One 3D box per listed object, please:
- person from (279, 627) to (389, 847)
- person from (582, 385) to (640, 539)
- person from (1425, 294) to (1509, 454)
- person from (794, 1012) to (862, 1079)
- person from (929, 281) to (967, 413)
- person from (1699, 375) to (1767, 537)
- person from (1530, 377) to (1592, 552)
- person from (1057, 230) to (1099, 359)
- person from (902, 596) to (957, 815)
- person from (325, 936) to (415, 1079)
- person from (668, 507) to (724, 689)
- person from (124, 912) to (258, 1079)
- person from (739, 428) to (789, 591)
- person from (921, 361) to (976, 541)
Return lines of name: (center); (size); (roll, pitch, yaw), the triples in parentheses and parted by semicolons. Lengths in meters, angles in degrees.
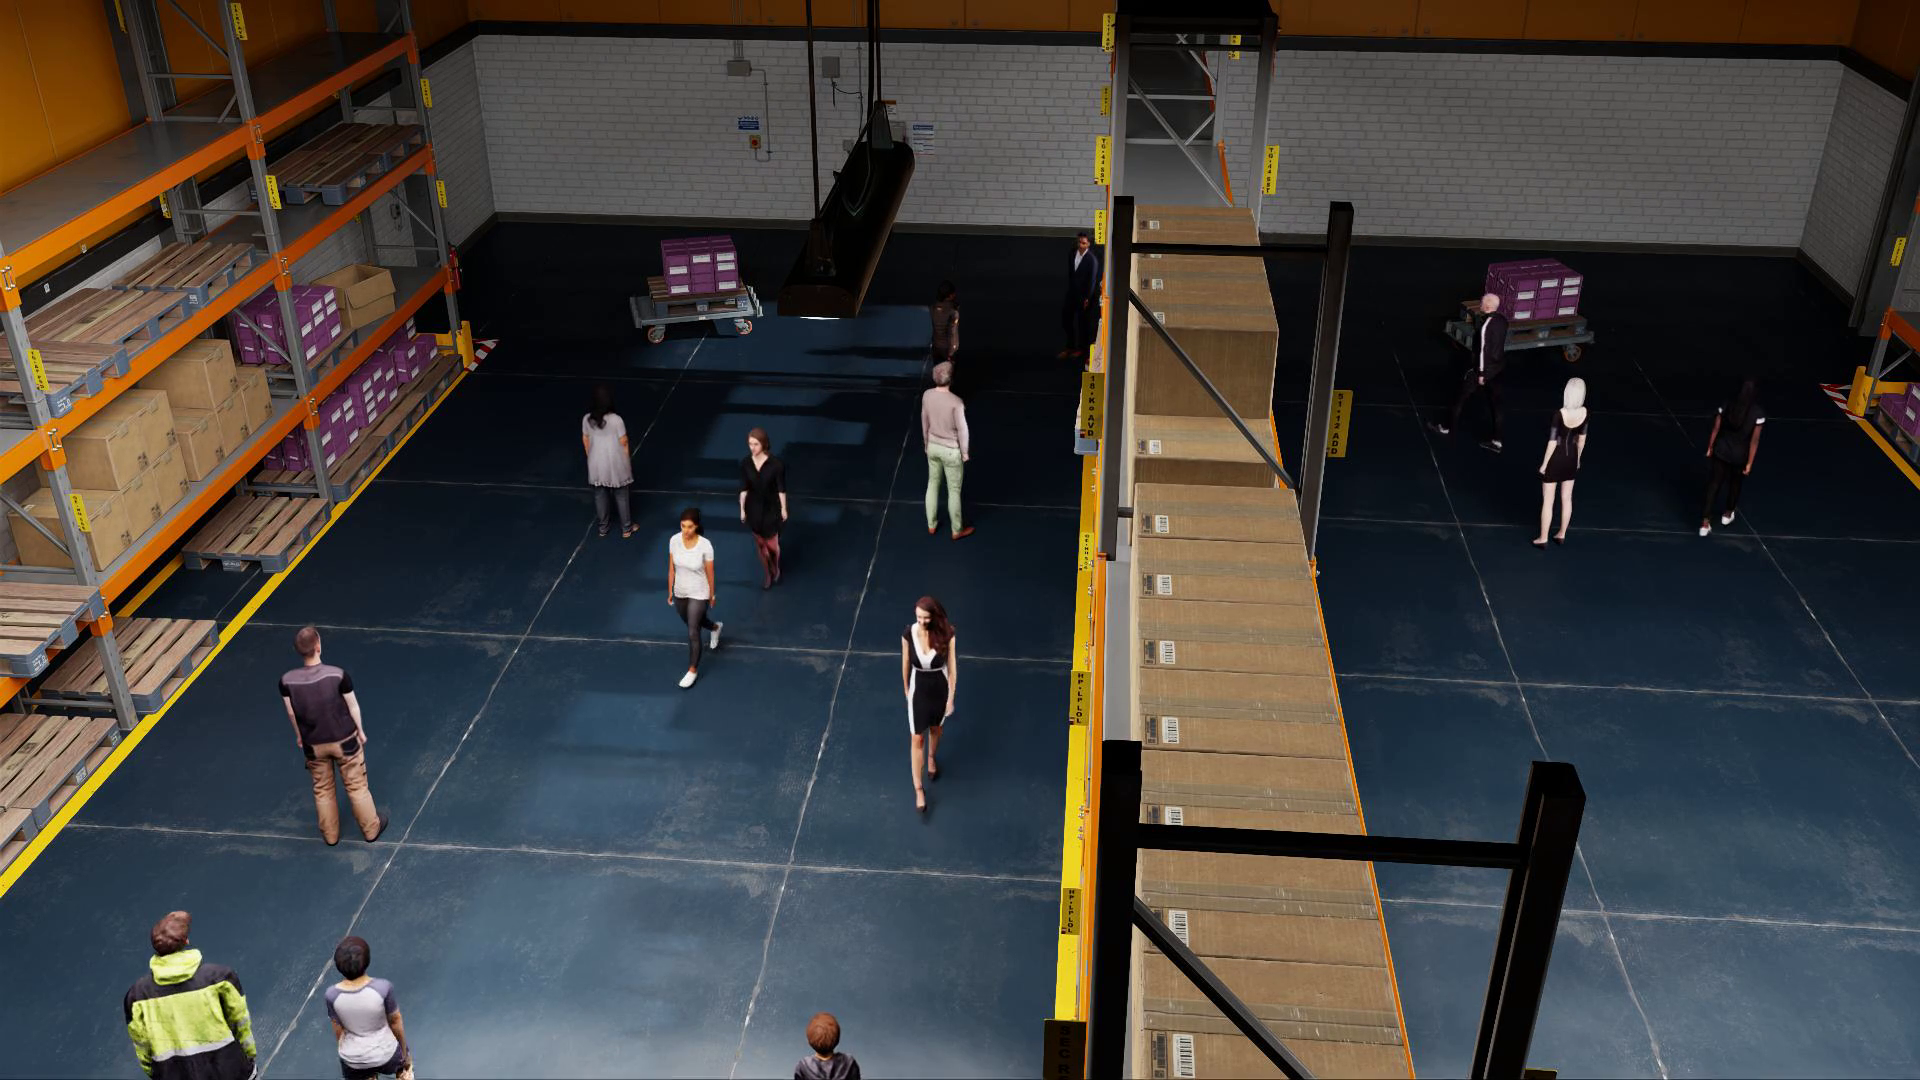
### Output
person: (-4.680, 1.462, 12.328); (0.723, 1.844, 0.652); (-3, 29, -5)
person: (-3.532, -0.791, 16.697); (0.645, 1.614, 0.666); (5, 29, 9)
person: (5.901, -1.797, 18.354); (1.133, 1.794, 1.168); (-23, 36, -36)
person: (-0.747, 3.271, 9.426); (0.568, 1.446, 0.553); (-2, 29, -5)
person: (-0.176, -2.194, 19.220); (0.701, 1.662, 0.763); (14, 32, 24)
person: (7.685, -0.820, 16.651); (0.959, 1.709, 1.128); (20, 34, 32)
person: (5.933, -0.756, 16.408); (0.652, 1.830, 0.619); (-7, 29, -13)
person: (1.587, -3.080, 20.800); (0.875, 1.704, 0.816); (-21, 35, -33)
person: (-0.220, 1.165, 12.953); (0.606, 1.766, 1.000); (1, 29, 1)
person: (-3.474, 3.017, 9.776); (0.634, 1.556, 0.663); (-6, 29, -11)
person: (-2.291, 0.428, 14.457); (0.820, 1.619, 1.102); (13, 31, 22)
person: (-4.286, 3.004, 9.379); (0.939, 1.960, 0.967); (-12, 31, -21)
person: (-1.825, -0.315, 15.740); (0.623, 1.695, 0.611); (6, 29, 10)
person: (-0.154, -0.894, 16.613); (0.771, 1.876, 0.766); (17, 33, 28)
